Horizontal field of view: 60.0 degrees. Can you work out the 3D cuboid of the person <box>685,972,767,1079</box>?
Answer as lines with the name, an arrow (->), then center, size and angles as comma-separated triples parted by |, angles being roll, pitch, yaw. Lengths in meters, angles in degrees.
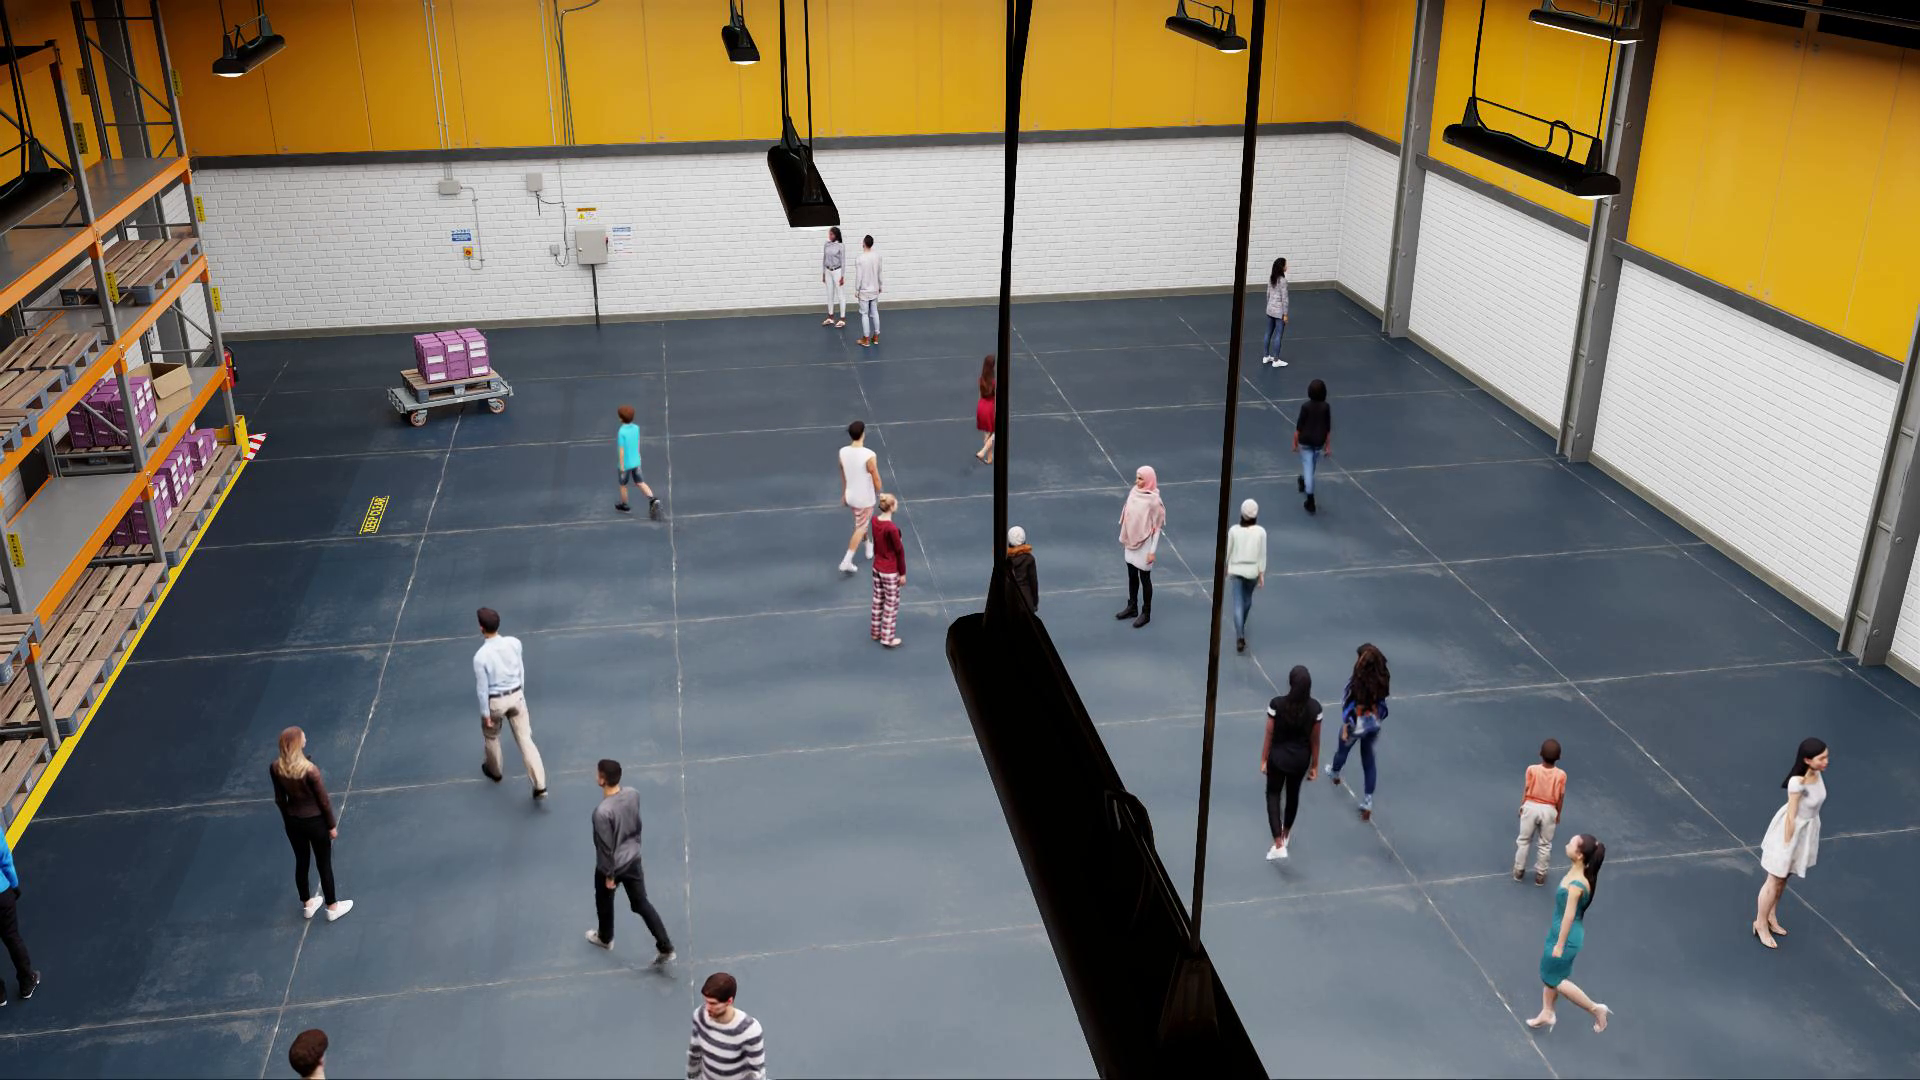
person -> -1.364, 3.372, 10.269 | 0.806, 1.833, 0.865 | 16, 28, 32

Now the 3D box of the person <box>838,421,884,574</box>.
person -> -1.191, -0.457, 19.126 | 1.123, 1.754, 1.177 | 16, 28, 32

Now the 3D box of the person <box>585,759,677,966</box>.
person -> -2.484, 2.452, 12.492 | 1.169, 1.738, 1.123 | 15, 28, 31

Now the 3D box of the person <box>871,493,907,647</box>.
person -> -0.774, 0.293, 17.480 | 0.756, 1.698, 0.637 | -18, 29, -35

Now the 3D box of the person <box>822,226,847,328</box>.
person -> -2.146, -4.526, 28.473 | 0.668, 1.724, 0.722 | 15, 28, 30

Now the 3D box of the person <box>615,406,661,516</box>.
person -> -4.059, -0.971, 20.704 | 0.942, 1.433, 0.889 | 15, 28, 31

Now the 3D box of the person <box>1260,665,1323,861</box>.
person -> 2.744, 1.881, 13.833 | 0.747, 1.710, 0.974 | 0, 24, -1

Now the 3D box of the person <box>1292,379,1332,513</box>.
person -> 4.432, -1.150, 20.833 | 0.619, 1.657, 1.097 | -3, 24, -7

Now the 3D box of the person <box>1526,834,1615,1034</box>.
person -> 4.346, 2.827, 11.719 | 0.849, 1.671, 0.835 | 11, 26, 23

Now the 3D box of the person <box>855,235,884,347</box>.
person -> -1.509, -4.130, 27.423 | 0.767, 1.840, 0.737 | -16, 28, -33

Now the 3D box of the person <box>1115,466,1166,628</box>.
person -> 1.946, 0.049, 17.906 | 0.789, 1.804, 0.687 | -18, 29, -35

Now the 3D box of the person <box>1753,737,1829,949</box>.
person -> 6.394, 2.306, 12.782 | 0.773, 1.774, 0.812 | -21, 31, -39

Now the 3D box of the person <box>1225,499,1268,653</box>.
person -> 2.969, 0.387, 17.390 | 0.817, 1.599, 1.147 | 3, 24, 7

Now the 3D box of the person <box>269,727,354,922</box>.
person -> -5.129, 2.227, 13.050 | 0.673, 1.705, 0.646 | 6, 24, 13

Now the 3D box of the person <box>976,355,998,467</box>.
person -> 0.349, -1.712, 22.263 | 0.804, 1.542, 0.826 | 21, 31, 40

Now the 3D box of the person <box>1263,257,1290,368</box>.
person -> 5.032, -3.639, 26.434 | 0.727, 1.732, 0.563 | -12, 26, -25

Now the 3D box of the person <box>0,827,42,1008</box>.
person -> -7.099, 2.584, 12.105 | 0.669, 1.807, 0.612 | -11, 26, -23

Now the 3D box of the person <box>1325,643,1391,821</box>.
person -> 3.525, 1.683, 14.452 | 0.638, 1.578, 0.984 | -5, 24, -11

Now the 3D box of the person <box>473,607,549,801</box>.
person -> -3.967, 1.467, 14.638 | 1.037, 1.824, 1.301 | -17, 29, -34

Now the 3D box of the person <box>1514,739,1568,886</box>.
person -> 4.734, 2.212, 13.577 | 0.549, 1.310, 0.585 | 8, 25, 17

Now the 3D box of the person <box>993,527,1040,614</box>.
person -> 0.570, 0.612, 16.833 | 0.728, 1.633, 0.743 | 6, 24, 13
